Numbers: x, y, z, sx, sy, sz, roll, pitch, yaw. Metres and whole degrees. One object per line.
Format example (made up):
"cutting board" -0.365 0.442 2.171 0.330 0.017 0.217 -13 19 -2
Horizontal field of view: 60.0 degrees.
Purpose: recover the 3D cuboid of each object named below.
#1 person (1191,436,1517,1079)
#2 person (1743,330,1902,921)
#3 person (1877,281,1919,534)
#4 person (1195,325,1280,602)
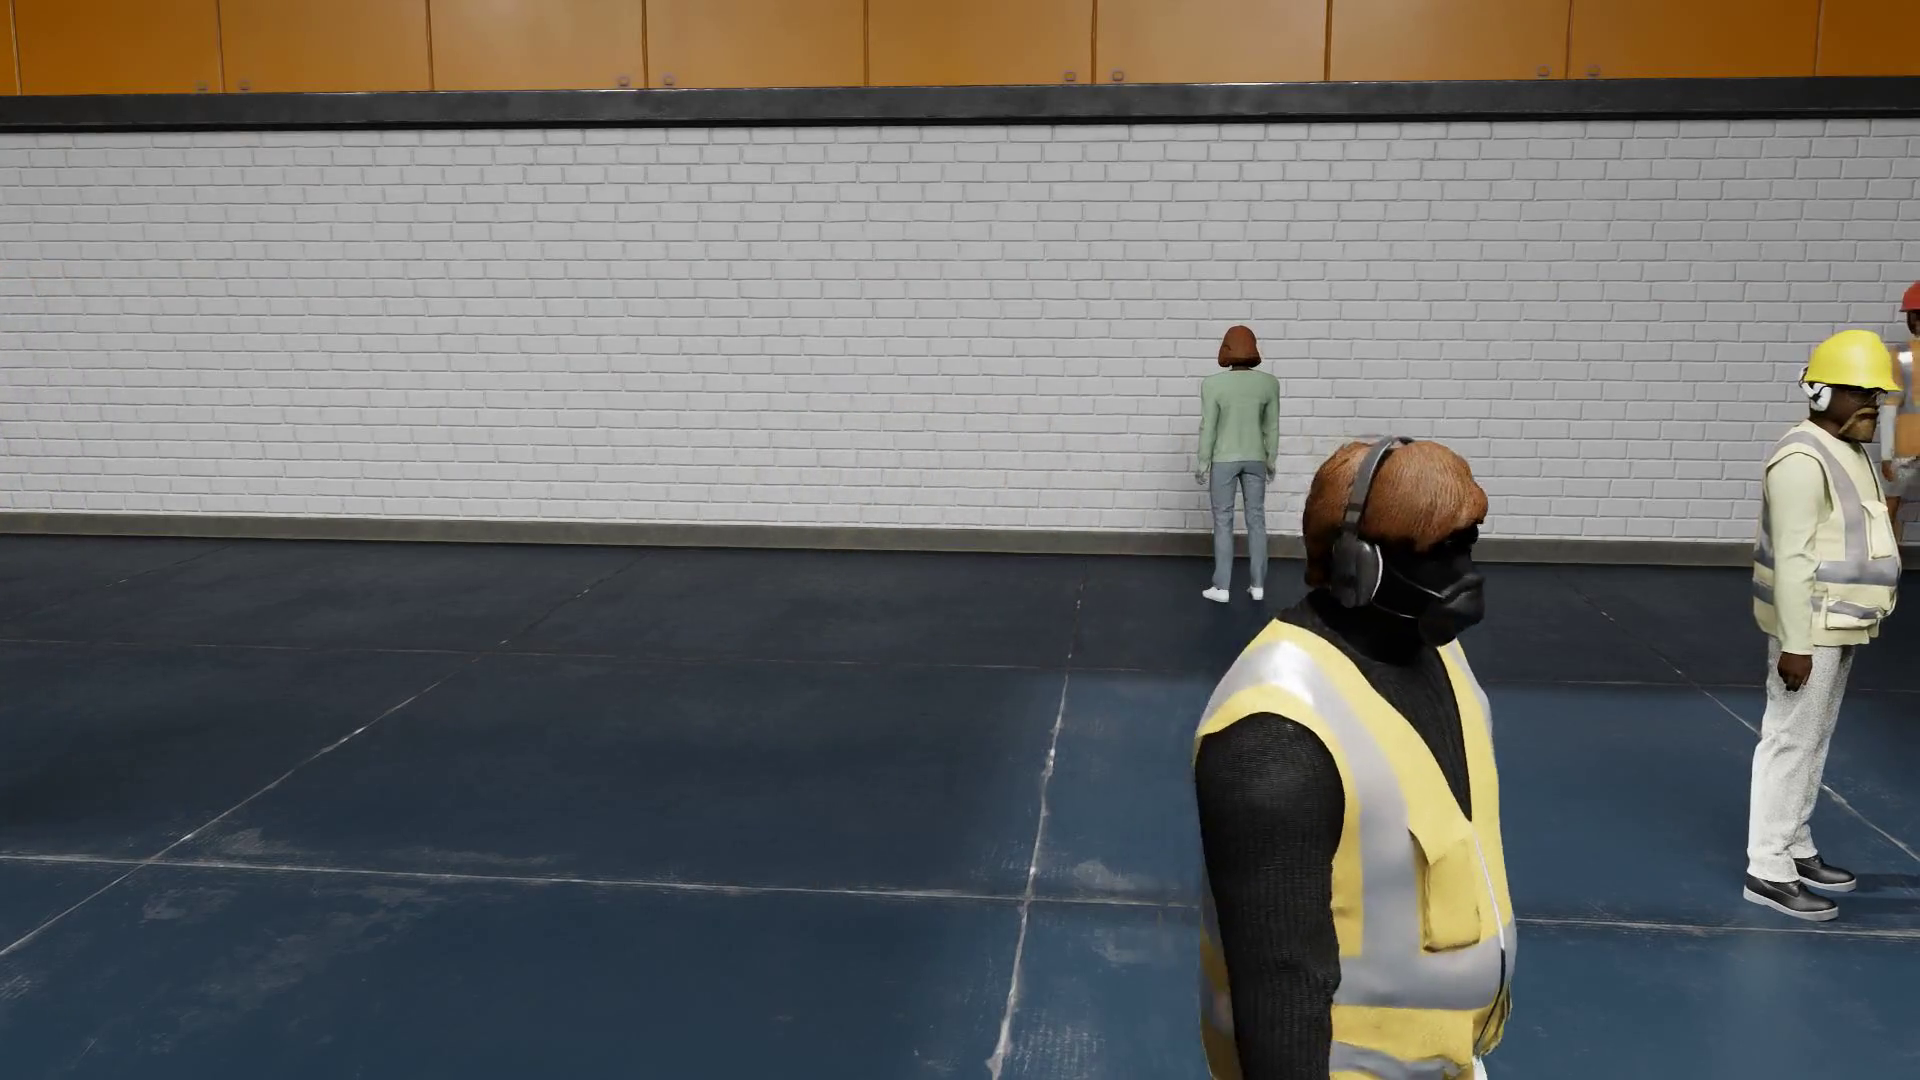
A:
"person" 0.596 0.763 2.358 0.543 1.823 0.659 8 13 38
"person" 2.715 0.258 5.237 0.404 1.828 0.603 8 13 39
"person" 5.718 -0.585 9.877 0.556 1.904 0.932 2 10 10
"person" 1.638 -0.445 9.826 0.509 1.631 0.266 -2 10 -13
